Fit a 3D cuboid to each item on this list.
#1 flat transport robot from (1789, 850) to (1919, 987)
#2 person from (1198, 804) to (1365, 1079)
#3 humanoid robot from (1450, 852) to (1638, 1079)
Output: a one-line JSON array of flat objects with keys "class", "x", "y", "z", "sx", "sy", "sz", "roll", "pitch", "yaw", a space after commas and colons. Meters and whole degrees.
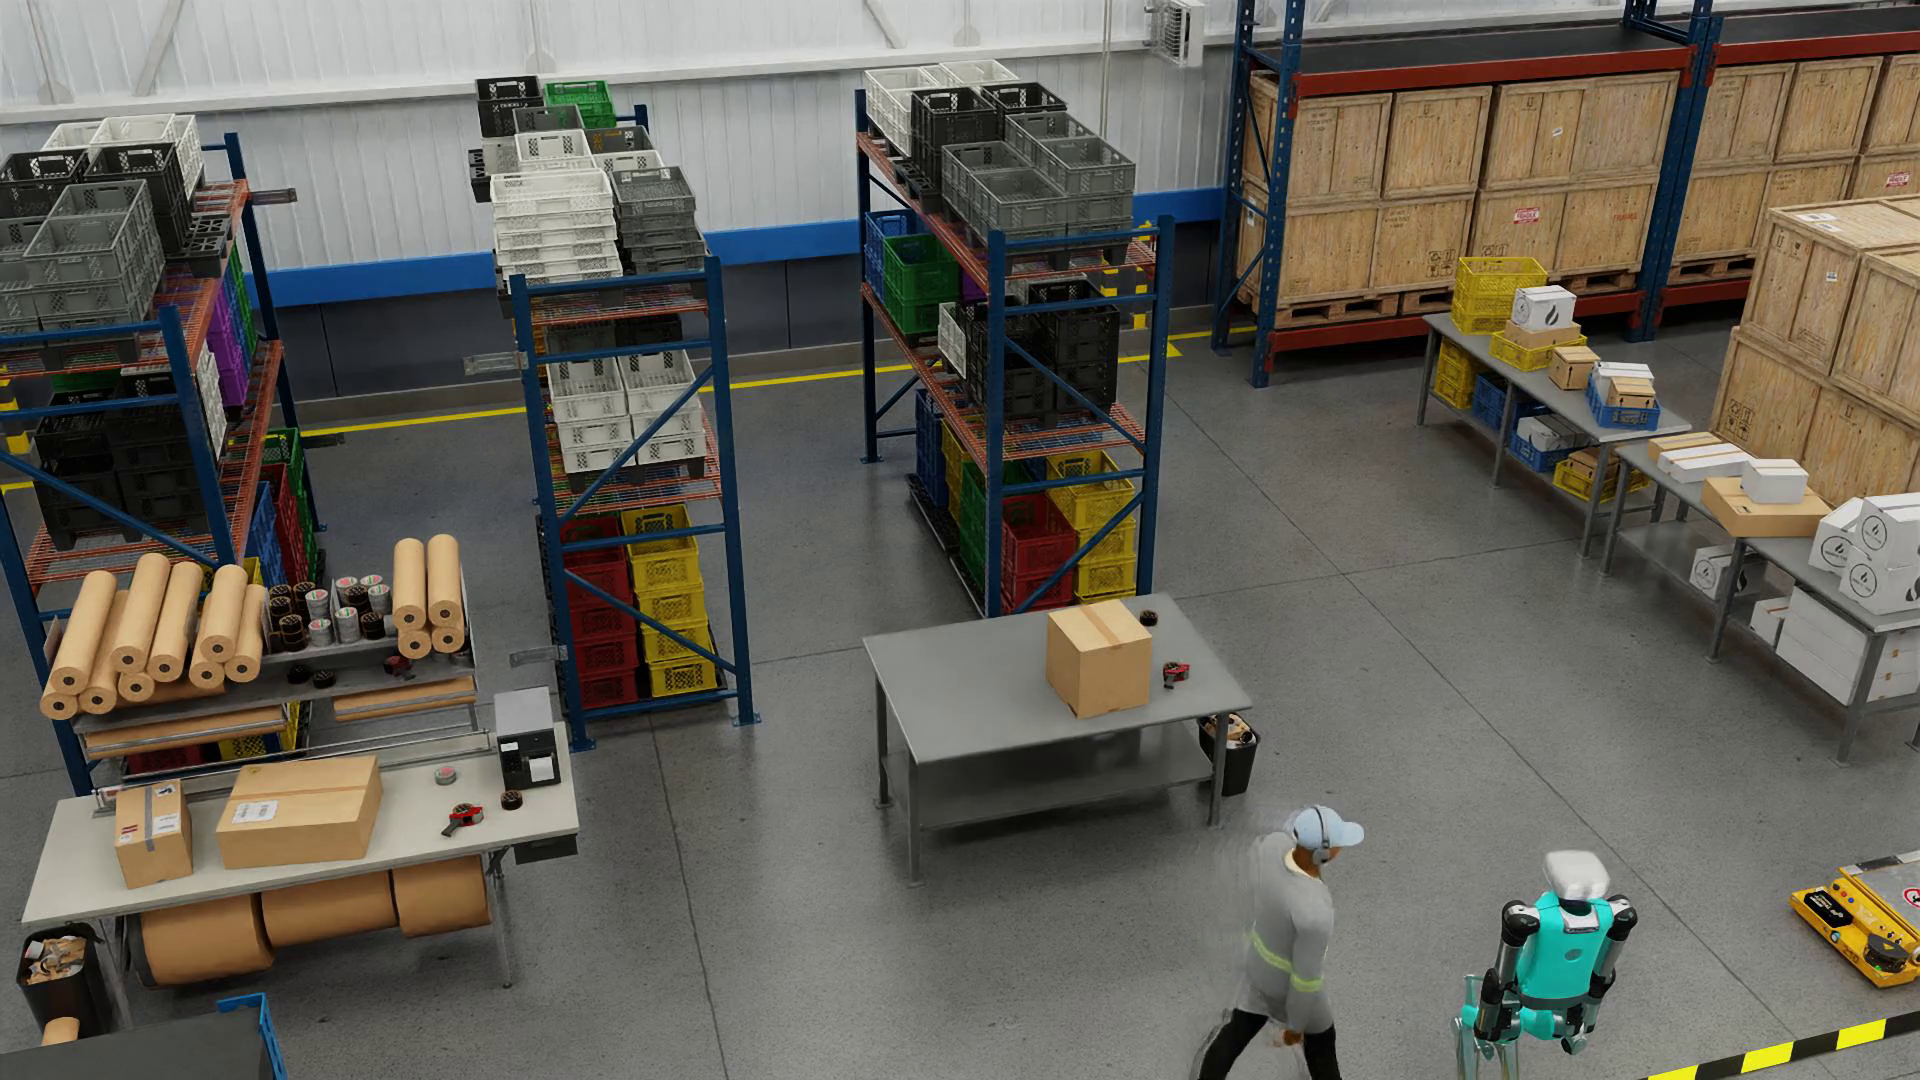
[{"class": "flat transport robot", "x": 5.163, "y": 1.916, "z": 8.676, "sx": 1.431, "sy": 0.231, "sz": 0.659, "roll": -8, "pitch": 30, "yaw": -14}, {"class": "person", "x": 1.433, "y": 1.860, "z": 7.184, "sx": 0.960, "sy": 1.802, "sz": 0.599, "roll": -9, "pitch": 30, "yaw": -16}, {"class": "humanoid robot", "x": 2.379, "y": 1.888, "z": 7.065, "sx": 0.533, "sy": 1.675, "sz": 0.735, "roll": -3, "pitch": 29, "yaw": -5}]
